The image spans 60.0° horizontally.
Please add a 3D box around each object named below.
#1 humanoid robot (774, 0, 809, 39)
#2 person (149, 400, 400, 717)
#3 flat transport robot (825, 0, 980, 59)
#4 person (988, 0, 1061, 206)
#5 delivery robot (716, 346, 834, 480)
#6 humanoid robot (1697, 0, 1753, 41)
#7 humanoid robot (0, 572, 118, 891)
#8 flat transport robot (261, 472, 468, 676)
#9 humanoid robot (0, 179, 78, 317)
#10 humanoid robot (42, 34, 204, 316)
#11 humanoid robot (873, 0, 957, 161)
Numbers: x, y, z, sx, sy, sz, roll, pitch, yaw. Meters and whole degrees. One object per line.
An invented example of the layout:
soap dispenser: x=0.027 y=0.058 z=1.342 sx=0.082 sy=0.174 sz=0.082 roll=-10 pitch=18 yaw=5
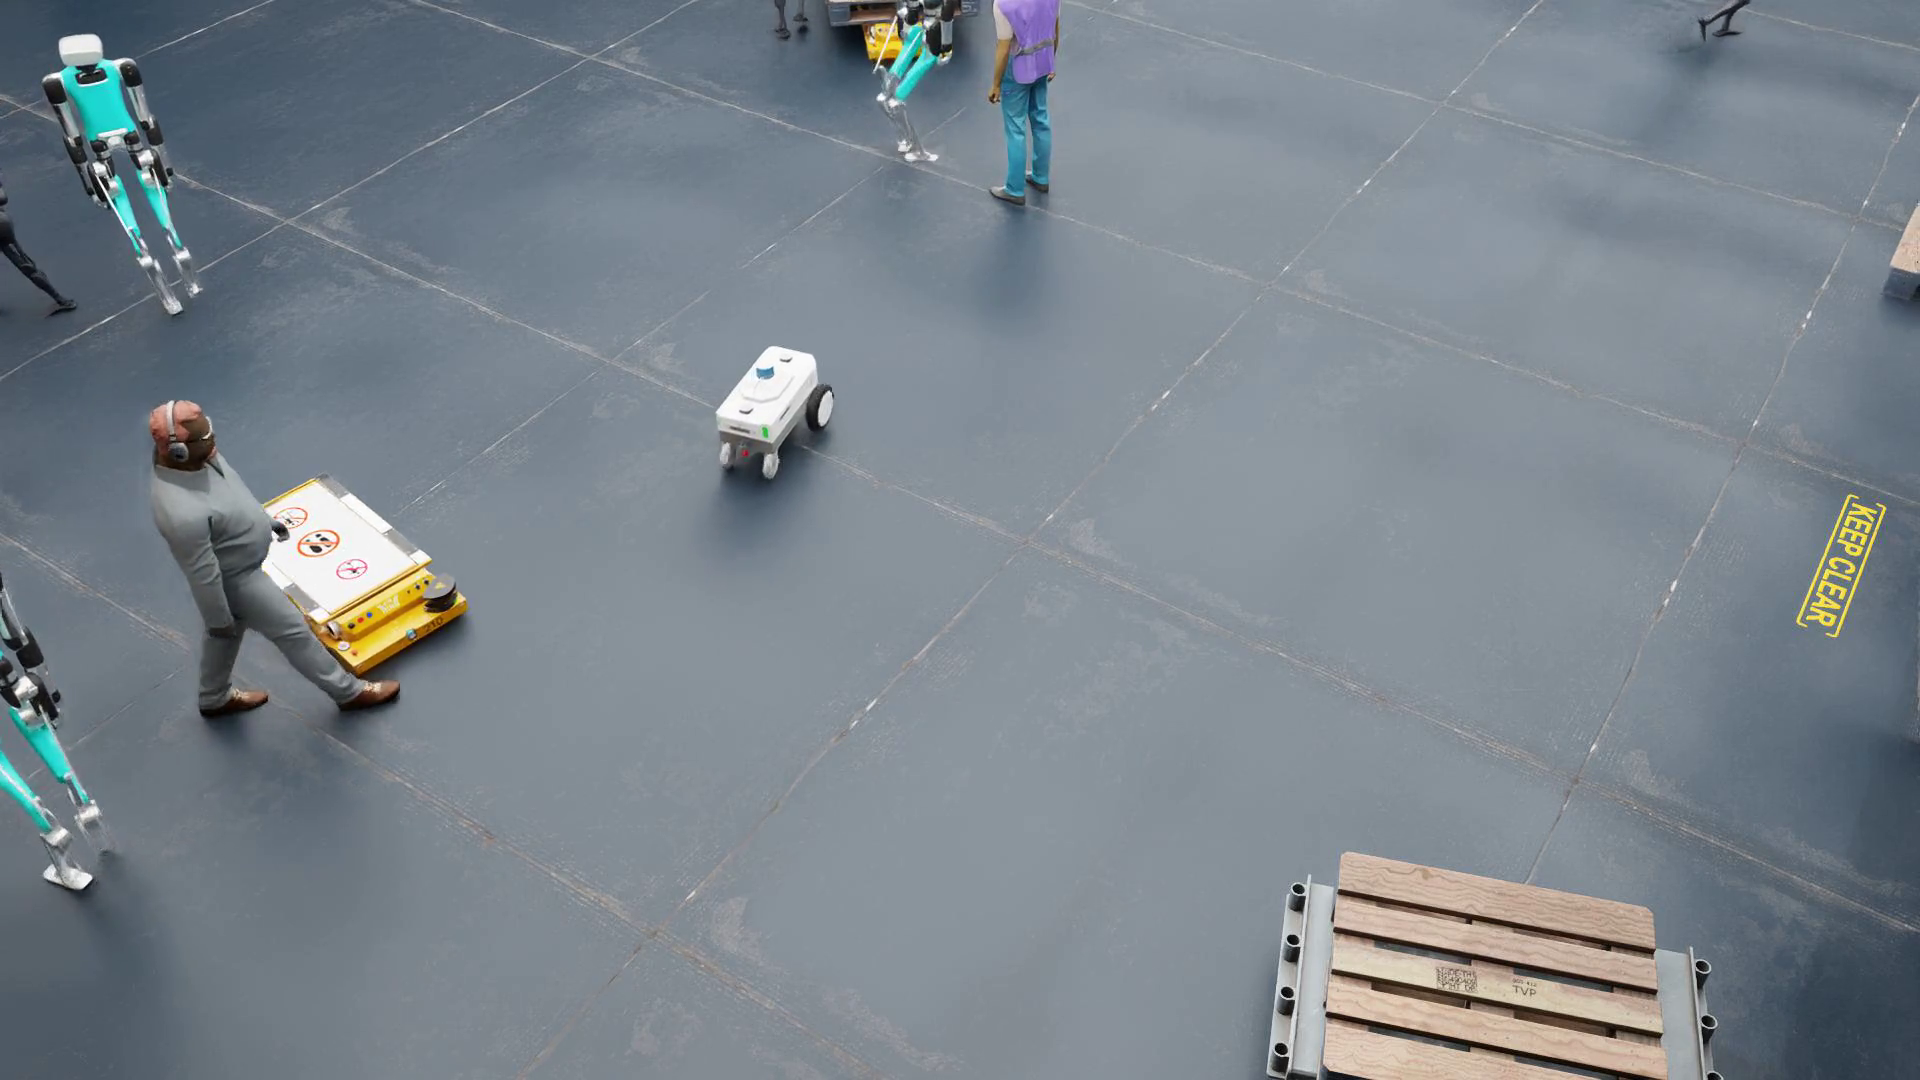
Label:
humanoid robot: x=-1.367 y=-4.801 z=13.099 sx=0.584 sy=1.647 sz=0.369 roll=-3 pitch=42 yaw=-4
person: x=-3.219 y=0.112 z=7.459 sx=0.917 sy=1.861 sz=0.644 roll=-16 pitch=44 yaw=-17
flat transport robot: x=-0.507 y=-4.357 z=13.655 sx=0.659 sy=0.231 sz=1.431 roll=-6 pitch=42 yaw=-7
person: x=0.441 y=-3.110 z=11.077 sx=0.568 sy=1.842 sz=0.373 roll=-31 pitch=50 yaw=-30
delivery robot: x=-1.075 y=-0.764 z=9.433 sx=0.499 sy=0.613 sz=0.811 roll=14 pitch=44 yaw=15
humanoid robot: x=6.125 y=-4.706 z=13.000 sx=0.543 sy=1.643 sz=0.601 roll=-11 pitch=43 yaw=-12
humanoid robot: x=-3.821 y=0.838 z=6.781 sx=0.745 sy=1.836 sz=0.551 roll=29 pitch=49 yaw=28
flat transport robot: x=-3.251 y=0.131 z=8.633 sx=1.431 sy=0.231 sz=0.659 roll=32 pitch=51 yaw=31
humanoid robot: x=-5.917 y=-1.997 z=9.976 sx=0.655 sy=1.638 sz=0.614 roll=-23 pitch=47 yaw=-24
humanoid robot: x=-4.968 y=-2.094 z=10.016 sx=0.530 sy=1.790 sz=0.700 roll=-22 pitch=46 yaw=-23
humanoid robot: x=-0.368 y=-3.473 z=11.542 sx=0.731 sy=1.744 sz=0.535 roll=-31 pitch=50 yaw=-30
